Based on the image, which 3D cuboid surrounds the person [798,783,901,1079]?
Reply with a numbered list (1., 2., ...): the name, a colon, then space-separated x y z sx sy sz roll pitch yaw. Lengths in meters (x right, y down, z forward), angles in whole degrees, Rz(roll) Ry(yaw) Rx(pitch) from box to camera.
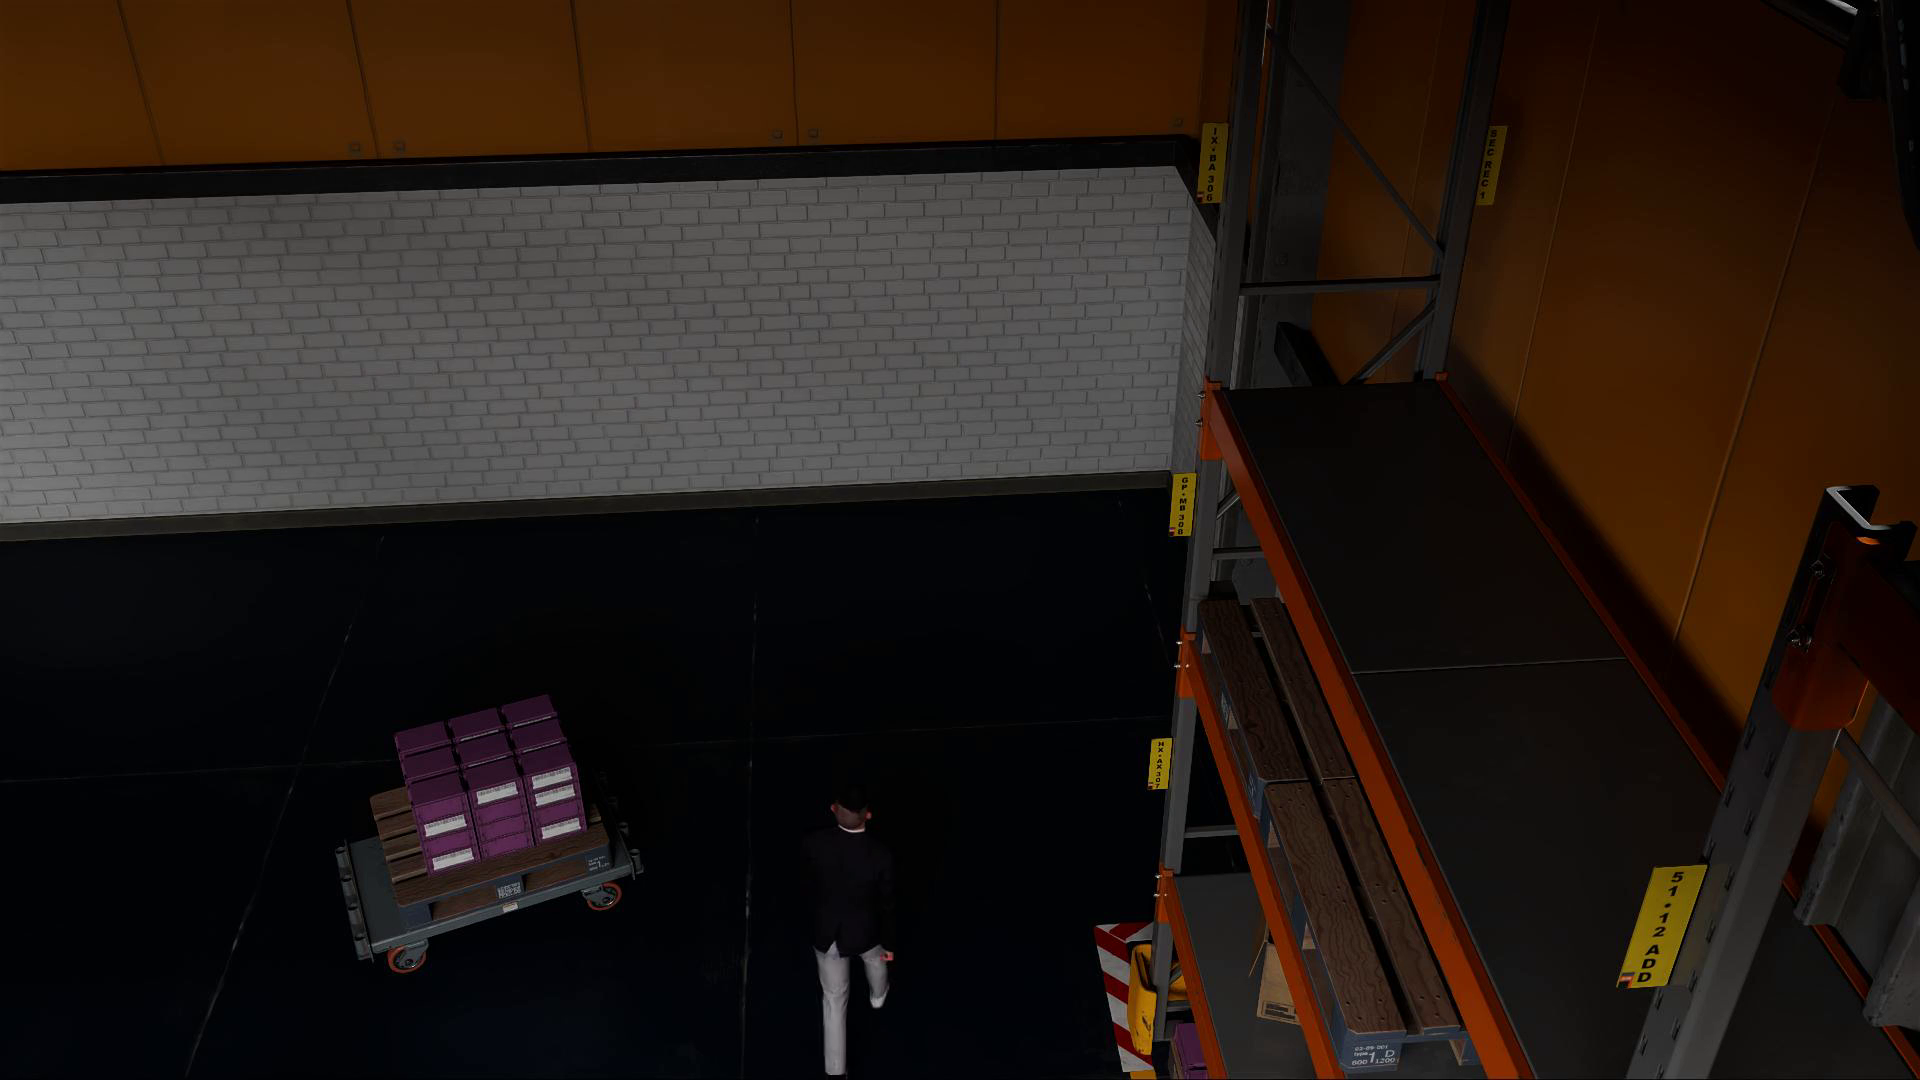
1. person: -0.603 2.047 8.556 0.877 1.903 1.282 4 34 6
